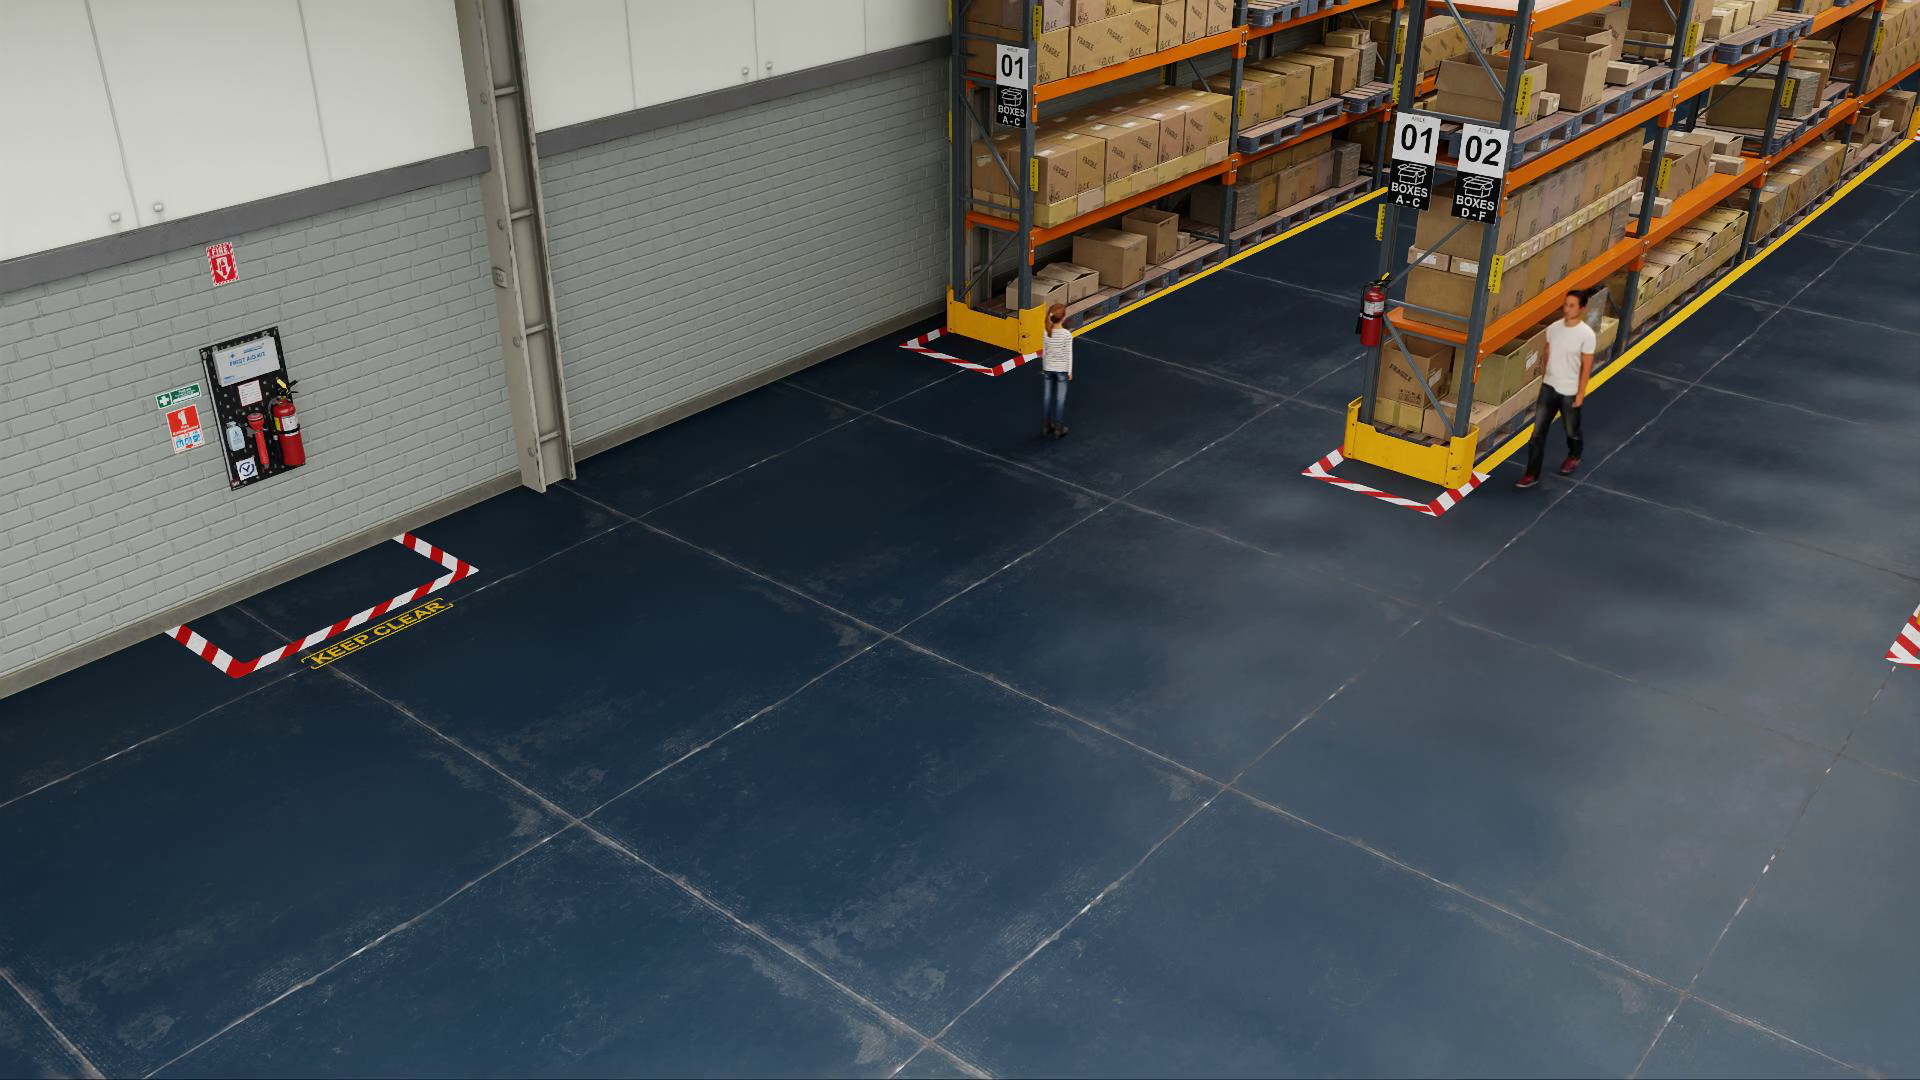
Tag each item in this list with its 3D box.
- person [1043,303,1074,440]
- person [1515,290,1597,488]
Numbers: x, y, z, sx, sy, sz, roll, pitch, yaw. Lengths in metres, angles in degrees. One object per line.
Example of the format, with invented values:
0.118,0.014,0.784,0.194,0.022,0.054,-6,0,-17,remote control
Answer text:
0.904,-1.591,15.663,0.484,1.314,0.512,16,32,28,person
5.398,-1.348,14.719,1.138,1.772,0.713,-25,37,-38,person
